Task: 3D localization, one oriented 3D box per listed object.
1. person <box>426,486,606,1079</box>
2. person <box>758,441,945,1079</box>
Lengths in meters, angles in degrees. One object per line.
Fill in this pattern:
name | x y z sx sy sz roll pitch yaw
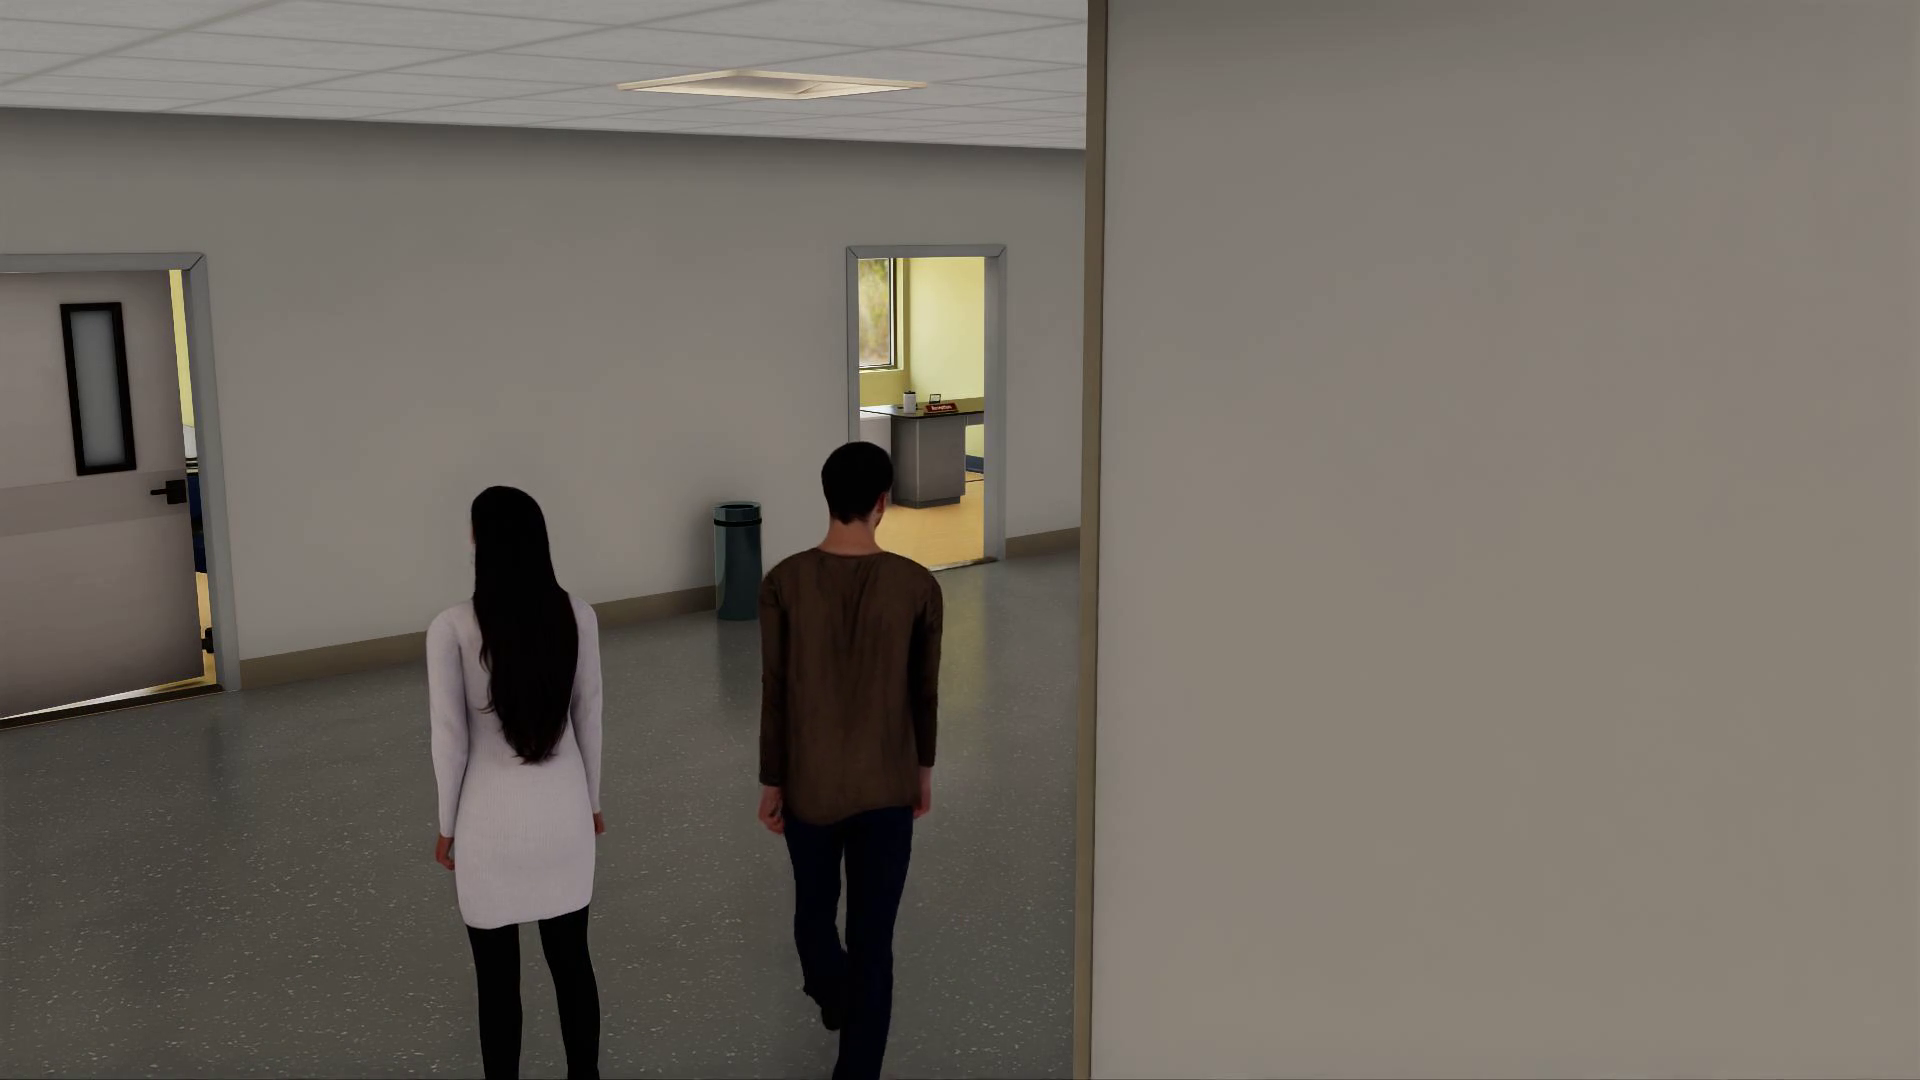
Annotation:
person | -1.142 0.749 4.321 0.494 1.806 0.687 -7 13 -34
person | -0.295 0.710 4.476 1.185 1.825 1.178 0 11 -2
